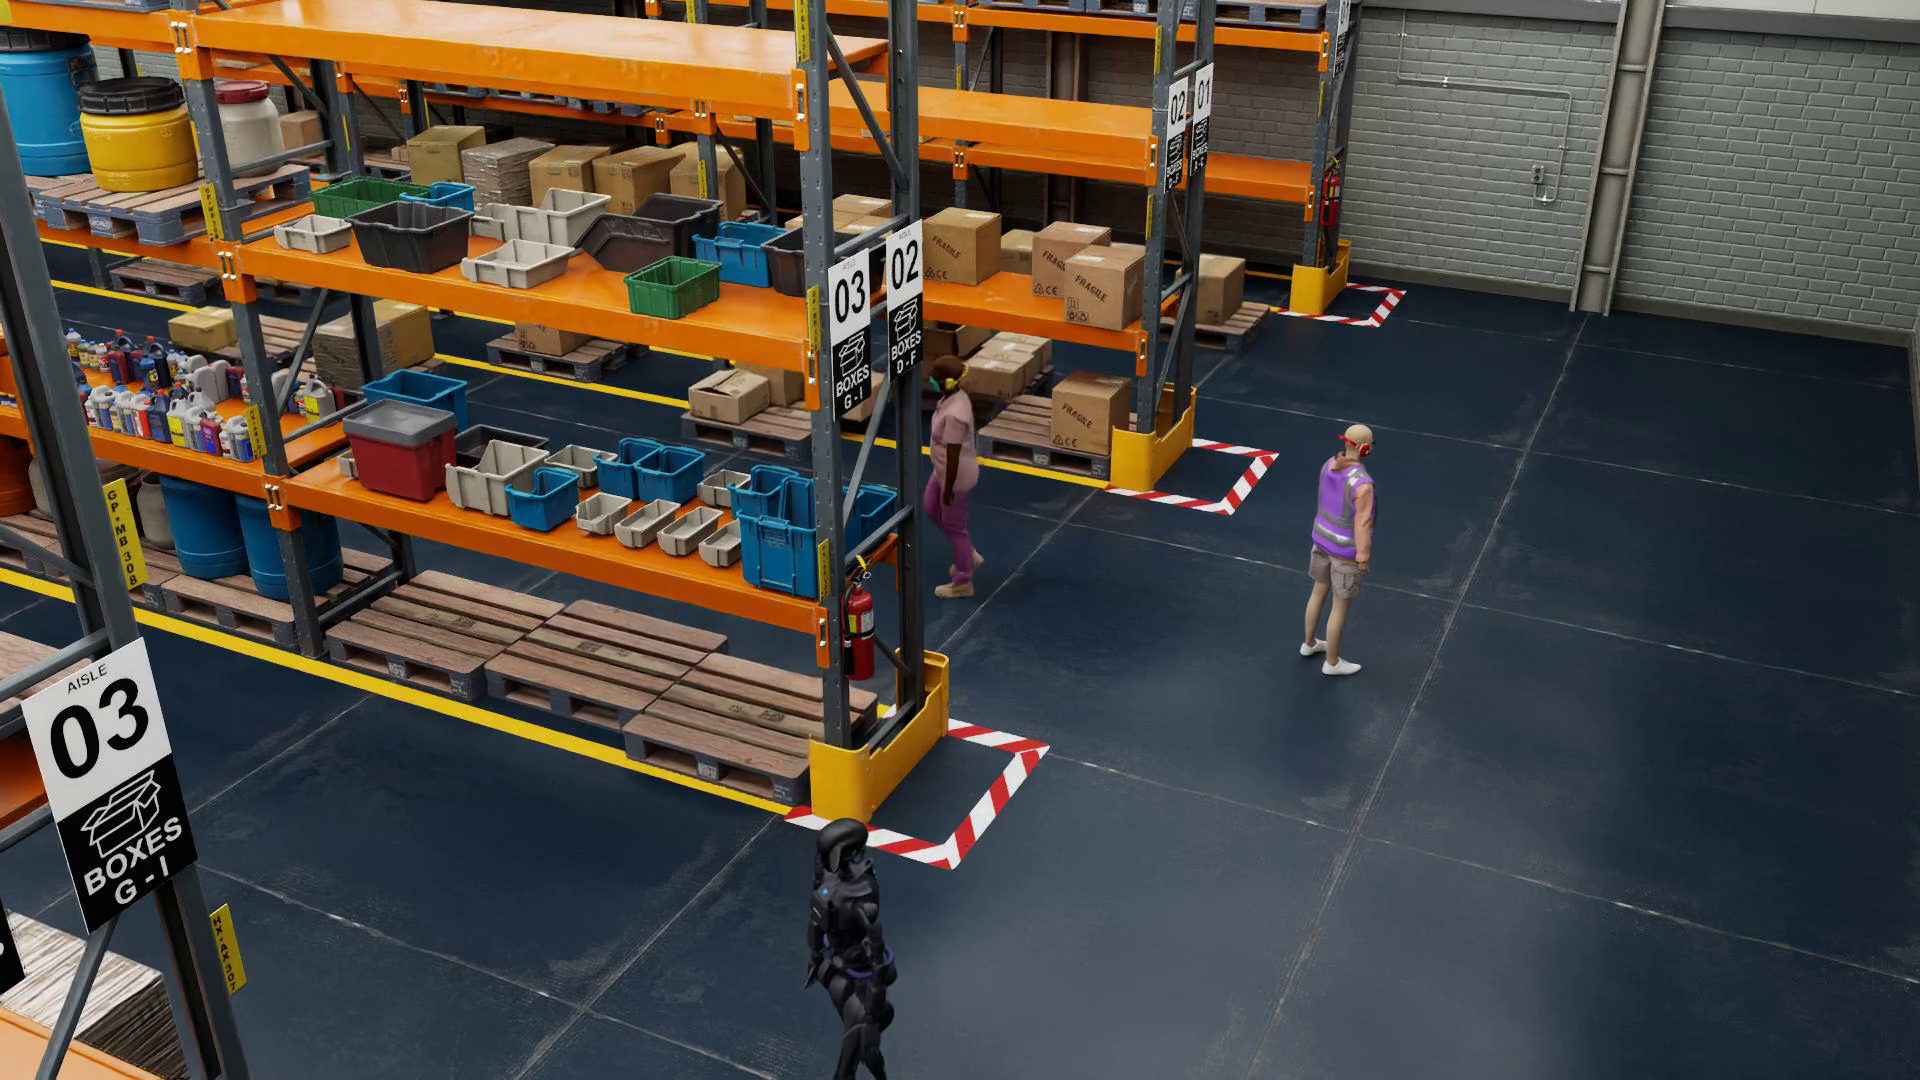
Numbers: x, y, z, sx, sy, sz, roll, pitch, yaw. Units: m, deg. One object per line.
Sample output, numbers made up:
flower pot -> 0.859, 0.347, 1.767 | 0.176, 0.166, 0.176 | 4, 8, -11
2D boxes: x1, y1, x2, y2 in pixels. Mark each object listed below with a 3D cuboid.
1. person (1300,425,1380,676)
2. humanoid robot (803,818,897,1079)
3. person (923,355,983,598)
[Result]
person -> 2.425, 0.058, 10.589 | 0.350, 1.688, 0.489 | -11, 28, -21
humanoid robot -> -0.504, 1.863, 6.957 | 0.656, 1.636, 0.590 | -16, 31, -29
person -> -0.076, -0.437, 11.471 | 0.414, 1.784, 0.563 | -1, 26, -1
